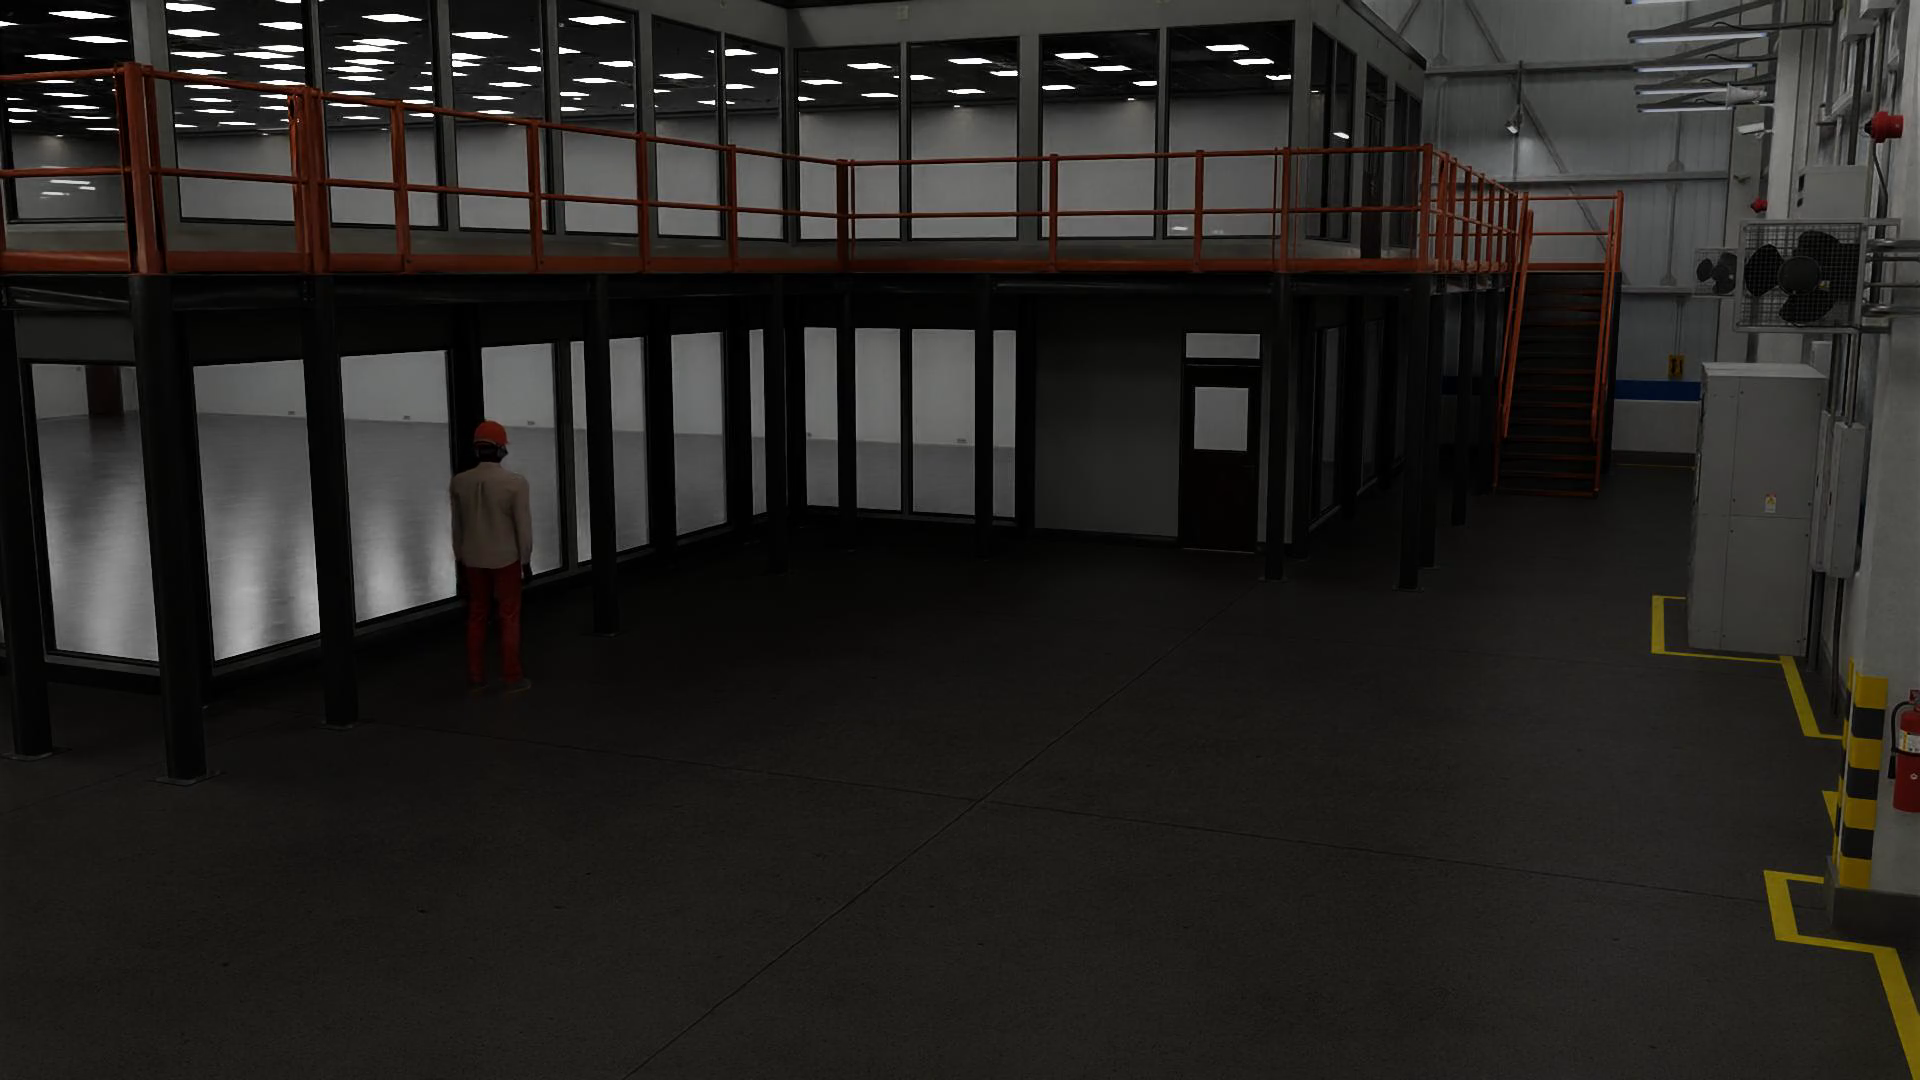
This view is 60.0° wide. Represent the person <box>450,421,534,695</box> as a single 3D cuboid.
[{"bbox_3d":[-3.363,0.133,12.018,0.613,1.984,0.417,2,9,12],"label":"person"}]
